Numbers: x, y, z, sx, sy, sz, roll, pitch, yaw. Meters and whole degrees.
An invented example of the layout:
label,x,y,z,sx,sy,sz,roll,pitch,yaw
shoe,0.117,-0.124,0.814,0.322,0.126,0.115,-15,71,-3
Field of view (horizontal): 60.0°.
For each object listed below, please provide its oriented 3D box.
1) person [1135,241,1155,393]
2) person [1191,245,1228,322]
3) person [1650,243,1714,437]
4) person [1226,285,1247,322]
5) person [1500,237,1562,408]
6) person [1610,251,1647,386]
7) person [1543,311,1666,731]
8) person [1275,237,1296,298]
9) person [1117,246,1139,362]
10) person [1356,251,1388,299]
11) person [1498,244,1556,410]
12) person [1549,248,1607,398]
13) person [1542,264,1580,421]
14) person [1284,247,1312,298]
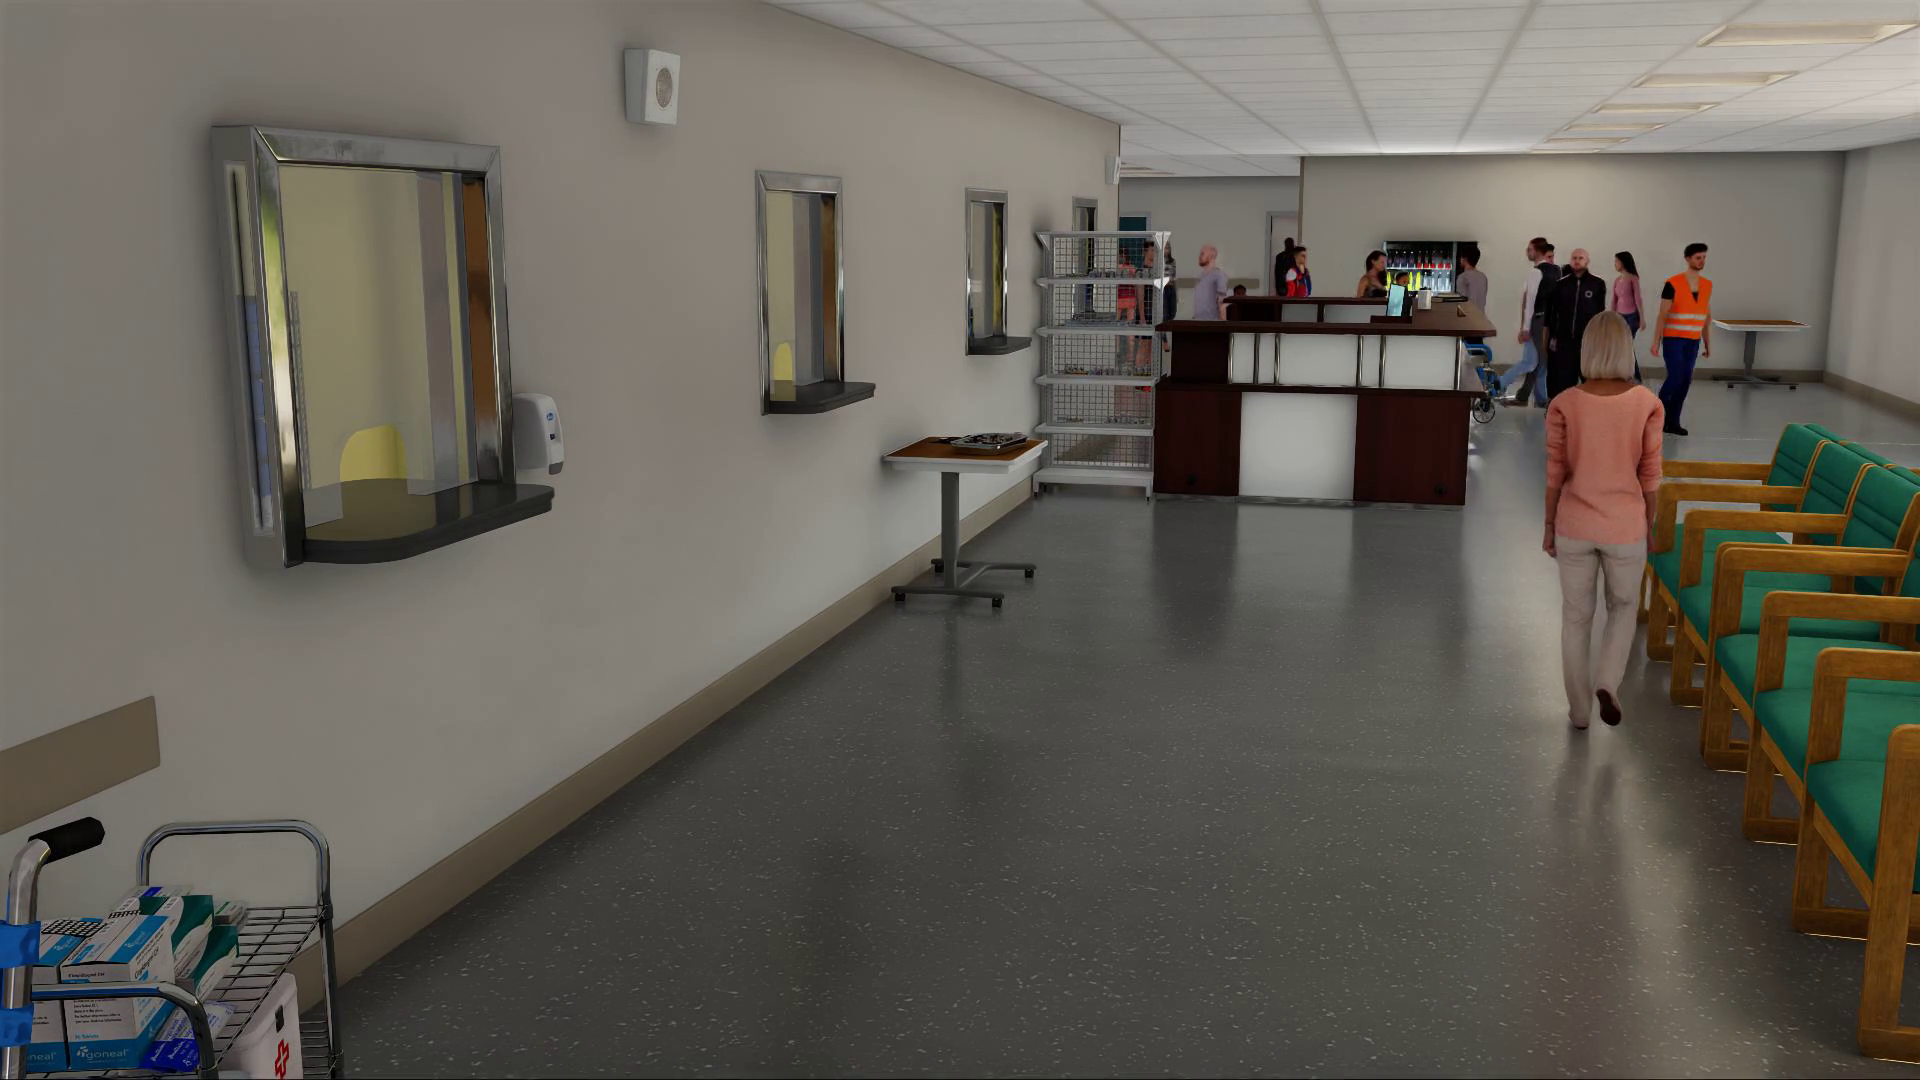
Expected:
label,x,y,z,sx,sy,sz,roll,pitch,yaw
person,2.337,-2.786,20.721,0.668,1.853,0.709,7,13,34
person,2.903,-2.406,18.819,0.968,1.816,0.899,-3,11,-18
person,7.043,-1.969,16.371,0.836,1.870,0.928,-3,11,-13
person,3.711,-2.756,22.121,0.456,1.273,0.574,3,11,16
person,6.483,-2.331,18.219,1.140,1.893,1.325,-8,13,-37
person,8.474,-2.751,20.915,0.785,1.712,0.746,-6,12,-27
person,2.562,-0.045,6.641,0.715,1.717,0.687,4,11,19
person,6.167,-4.791,31.358,1.080,1.827,0.990,7,13,34
person,2.534,-3.600,25.337,0.697,1.732,0.785,-2,11,-12
person,4.706,-2.494,19.560,1.290,1.713,1.010,9,14,40
person,6.316,-2.352,18.481,1.110,1.836,0.968,9,14,39
person,6.088,-1.948,16.386,0.909,1.823,0.864,6,12,29
person,6.291,-2.029,17.314,0.894,1.635,0.713,3,11,17
person,4.555,-3.112,22.727,0.763,1.746,0.788,-10,14,-41
